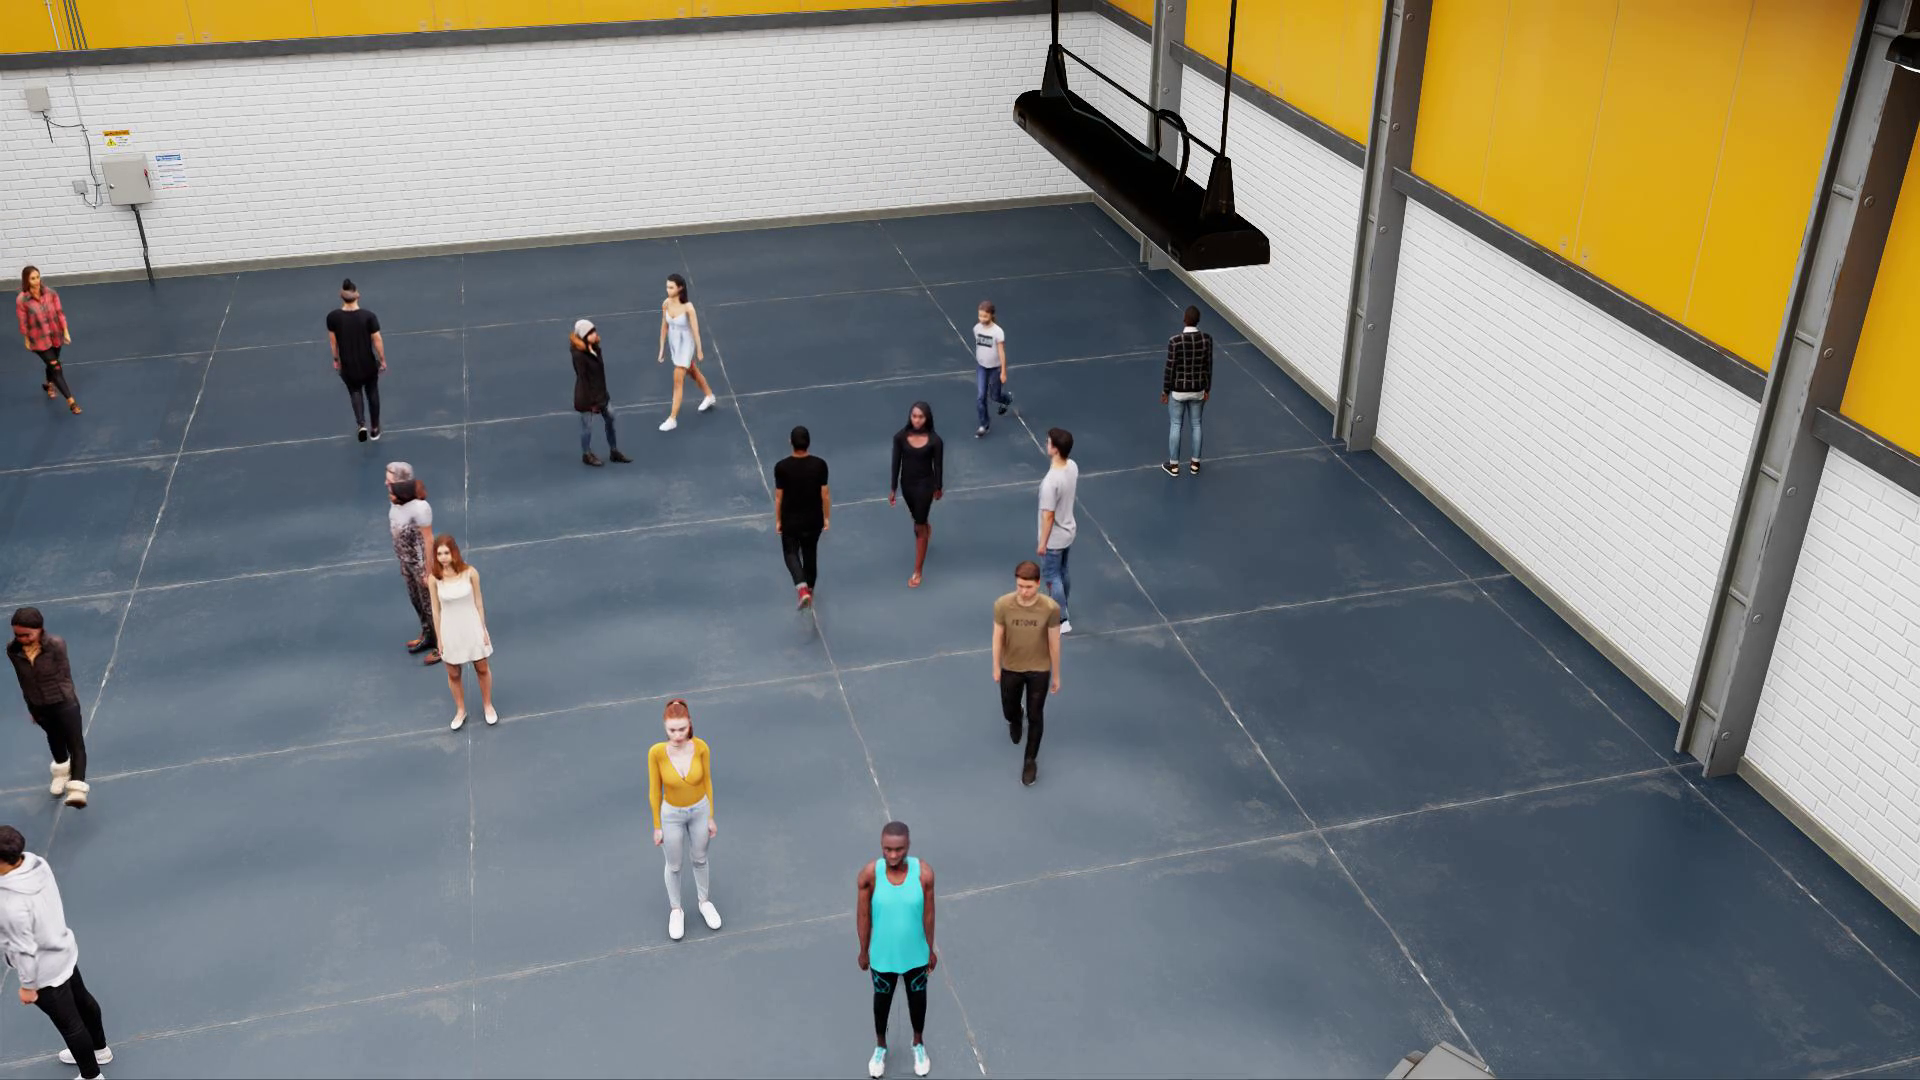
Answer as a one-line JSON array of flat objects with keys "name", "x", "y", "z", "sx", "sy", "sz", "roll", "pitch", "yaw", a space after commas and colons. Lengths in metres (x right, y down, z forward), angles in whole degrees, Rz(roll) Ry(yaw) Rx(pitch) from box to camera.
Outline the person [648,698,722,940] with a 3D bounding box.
[{"name": "person", "x": -1.814, "y": 1.819, "z": 10.940, "sx": 0.593, "sy": 1.751, "sz": 0.586, "roll": -10, "pitch": 30, "yaw": -18}]

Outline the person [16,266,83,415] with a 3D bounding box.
[{"name": "person", "x": -10.188, "y": -2.247, "z": 18.494, "sx": 1.205, "sy": 1.655, "sz": 1.048, "roll": 22, "pitch": 35, "yaw": 34}]

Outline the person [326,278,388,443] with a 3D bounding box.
[{"name": "person", "x": -6.375, "y": -1.869, "z": 17.595, "sx": 0.709, "sy": 1.852, "sz": 0.844, "roll": -6, "pitch": 29, "yaw": -10}]

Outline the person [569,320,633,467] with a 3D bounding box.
[{"name": "person", "x": -3.869, "y": -1.510, "z": 17.181, "sx": 0.899, "sy": 1.618, "sz": 0.849, "roll": 11, "pitch": 30, "yaw": 19}]

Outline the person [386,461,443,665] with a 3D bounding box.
[{"name": "person", "x": -4.509, "y": 0.155, "z": 13.909, "sx": 0.824, "sy": 1.828, "sz": 0.661, "roll": -21, "pitch": 35, "yaw": -34}]

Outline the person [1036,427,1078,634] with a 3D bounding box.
[{"name": "person", "x": 0.849, "y": -0.093, "z": 14.290, "sx": 0.855, "sy": 1.901, "sz": 0.781, "roll": 13, "pitch": 31, "yaw": 22}]

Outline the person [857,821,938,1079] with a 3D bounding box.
[{"name": "person", "x": -0.356, "y": 2.403, "z": 9.807, "sx": 0.658, "sy": 1.811, "sz": 0.584, "roll": -1, "pitch": 29, "yaw": -3}]

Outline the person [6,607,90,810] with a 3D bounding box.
[{"name": "person", "x": -6.646, "y": 1.272, "z": 12.067, "sx": 1.024, "sy": 1.632, "sz": 0.658, "roll": -7, "pitch": 29, "yaw": -13}]

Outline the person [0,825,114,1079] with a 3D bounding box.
[{"name": "person", "x": -5.286, "y": 2.420, "z": 9.651, "sx": 0.738, "sy": 1.929, "sz": 0.529, "roll": -6, "pitch": 29, "yaw": -10}]

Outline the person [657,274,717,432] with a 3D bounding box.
[{"name": "person", "x": -2.972, "y": -2.100, "z": 18.202, "sx": 1.125, "sy": 1.677, "sz": 1.143, "roll": 18, "pitch": 33, "yaw": 29}]

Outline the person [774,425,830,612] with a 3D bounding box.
[{"name": "person", "x": -1.374, "y": -0.147, "z": 14.552, "sx": 0.632, "sy": 1.743, "sz": 0.816, "roll": -8, "pitch": 30, "yaw": -14}]

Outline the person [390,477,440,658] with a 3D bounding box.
[{"name": "person", "x": -4.521, "y": 0.226, "z": 13.898, "sx": 0.617, "sy": 1.714, "sz": 0.714, "roll": 25, "pitch": 37, "yaw": 38}]

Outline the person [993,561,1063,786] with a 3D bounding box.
[{"name": "person", "x": 0.516, "y": 0.920, "z": 12.500, "sx": 0.874, "sy": 1.835, "sz": 1.031, "roll": 3, "pitch": 29, "yaw": 6}]

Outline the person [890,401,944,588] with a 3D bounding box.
[{"name": "person", "x": -0.368, "y": -0.501, "z": 15.267, "sx": 1.053, "sy": 1.679, "sz": 1.256, "roll": 9, "pitch": 30, "yaw": 16}]

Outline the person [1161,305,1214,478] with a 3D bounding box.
[{"name": "person", "x": 2.325, "y": -1.527, "z": 17.001, "sx": 0.680, "sy": 1.821, "sz": 0.580, "roll": -4, "pitch": 29, "yaw": -8}]

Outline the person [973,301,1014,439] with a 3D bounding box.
[{"name": "person", "x": 0.346, "y": -1.894, "z": 17.984, "sx": 0.901, "sy": 1.524, "sz": 0.968, "roll": 15, "pitch": 32, "yaw": 26}]

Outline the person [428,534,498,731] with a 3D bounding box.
[{"name": "person", "x": -3.905, "y": 0.693, "z": 13.047, "sx": 0.556, "sy": 1.709, "sz": 0.522, "roll": -7, "pitch": 29, "yaw": -13}]
